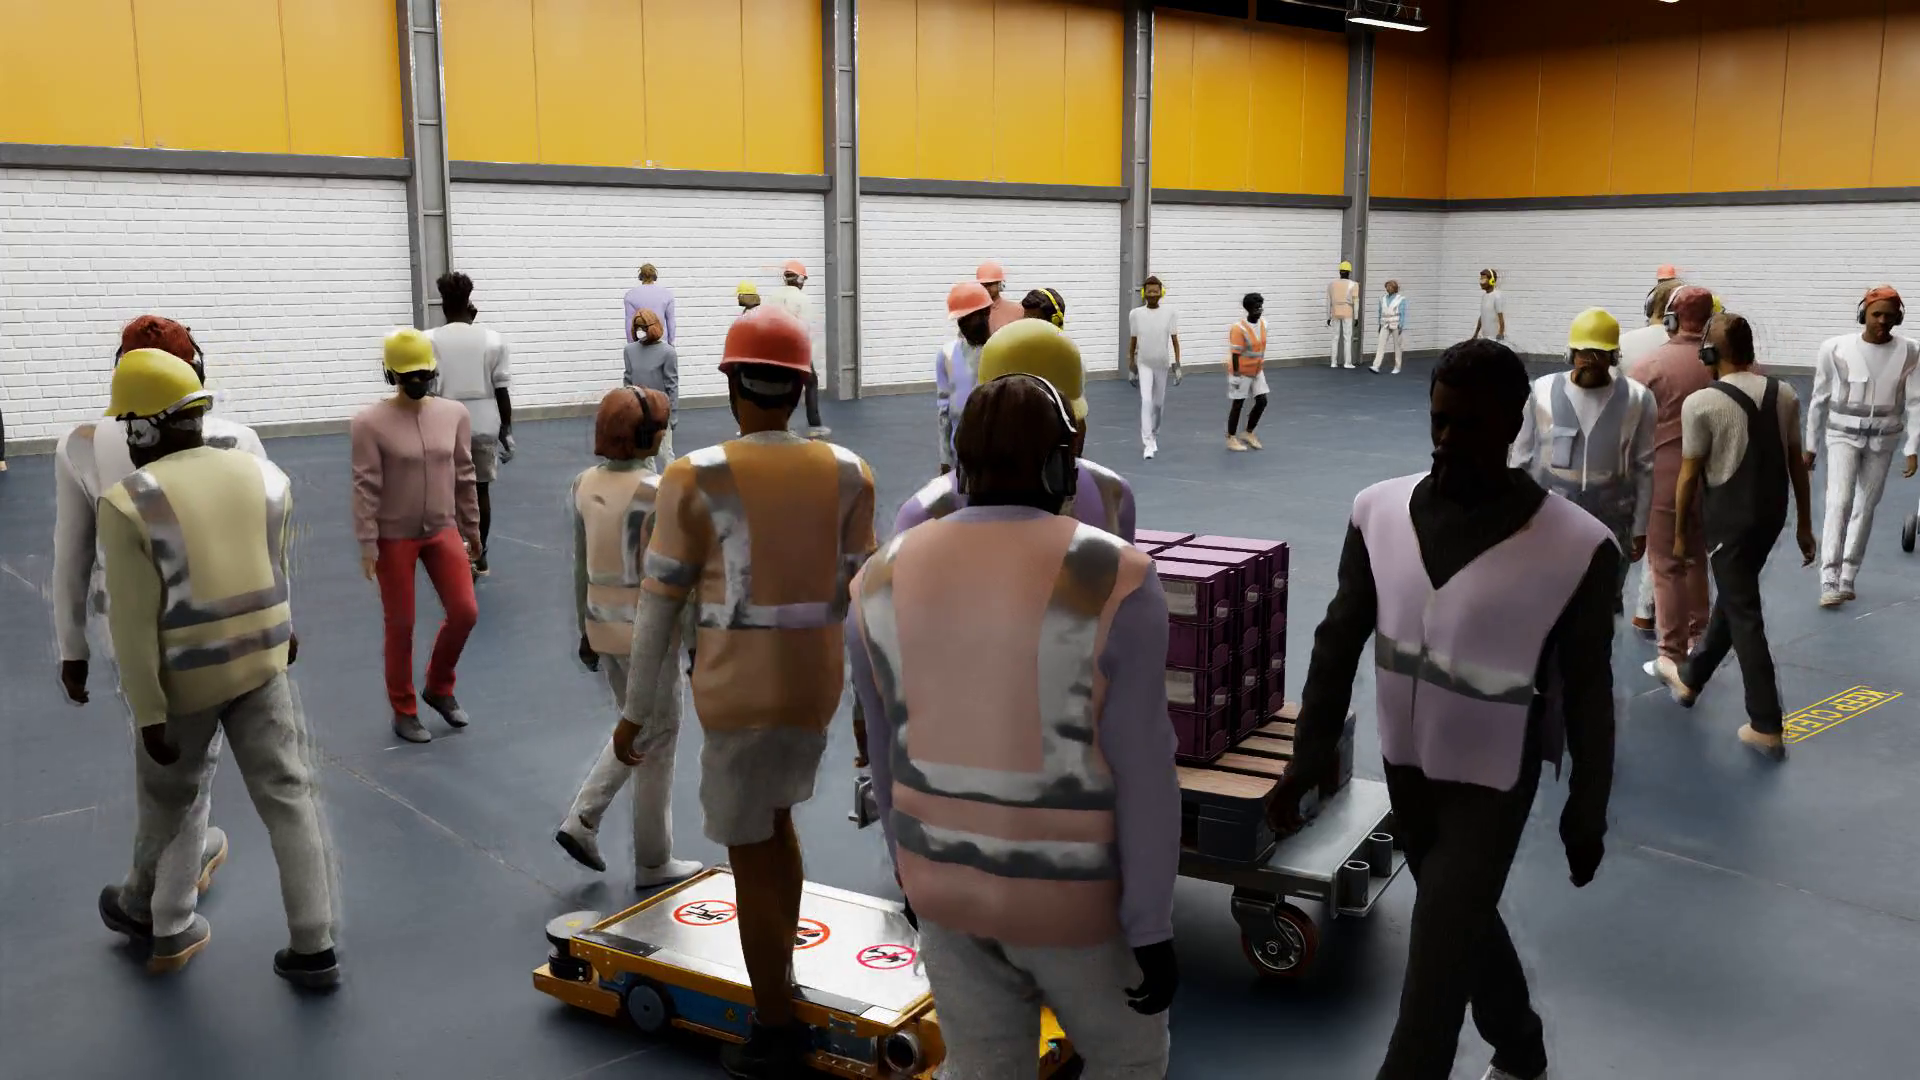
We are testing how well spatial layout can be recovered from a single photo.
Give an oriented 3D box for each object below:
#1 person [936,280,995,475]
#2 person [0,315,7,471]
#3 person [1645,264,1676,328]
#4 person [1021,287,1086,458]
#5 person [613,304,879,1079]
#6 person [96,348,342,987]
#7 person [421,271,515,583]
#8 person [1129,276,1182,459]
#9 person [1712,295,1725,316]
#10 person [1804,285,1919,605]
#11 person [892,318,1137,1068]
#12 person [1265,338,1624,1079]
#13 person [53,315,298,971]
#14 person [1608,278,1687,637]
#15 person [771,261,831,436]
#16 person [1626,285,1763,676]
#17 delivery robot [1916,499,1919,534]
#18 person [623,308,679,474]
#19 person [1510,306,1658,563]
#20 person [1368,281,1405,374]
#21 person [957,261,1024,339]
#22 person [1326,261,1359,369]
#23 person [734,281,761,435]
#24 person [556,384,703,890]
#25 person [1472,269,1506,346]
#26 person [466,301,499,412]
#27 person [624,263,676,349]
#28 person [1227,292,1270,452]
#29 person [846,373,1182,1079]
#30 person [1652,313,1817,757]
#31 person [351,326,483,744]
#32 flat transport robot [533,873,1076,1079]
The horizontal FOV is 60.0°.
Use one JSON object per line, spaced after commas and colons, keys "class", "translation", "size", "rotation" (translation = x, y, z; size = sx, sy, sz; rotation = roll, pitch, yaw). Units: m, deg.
{"class": "person", "translation": [0.170, -0.520, 9.411], "size": [0.574, 1.902, 0.806], "rotation": [3, 10, 18]}
{"class": "person", "translation": [-9.225, -1.618, 15.413], "size": [0.536, 2.000, 0.688], "rotation": [0, 10, 2]}
{"class": "person", "translation": [9.104, -2.622, 21.674], "size": [0.856, 1.905, 0.578], "rotation": [-8, 13, -40]}
{"class": "person", "translation": [0.435, -0.352, 8.523], "size": [0.328, 1.865, 0.521], "rotation": [-6, 12, -33]}
{"class": "person", "translation": [-0.519, 0.385, 4.101], "size": [0.627, 1.899, 0.644], "rotation": [-7, 12, -34]}
{"class": "person", "translation": [-2.117, 0.355, 4.661], "size": [0.974, 1.776, 0.597], "rotation": [7, 12, 35]}
{"class": "person", "translation": [-3.053, -0.680, 10.245], "size": [0.615, 1.943, 0.814], "rotation": [-5, 11, -25]}
{"class": "person", "translation": [1.979, -1.773, 16.928], "size": [0.525, 1.837, 0.920], "rotation": [0, 10, 2]}
{"class": "person", "translation": [5.386, -0.902, 12.068], "size": [0.399, 1.758, 0.538], "rotation": [0, 10, -2]}
{"class": "person", "translation": [5.214, -0.525, 9.560], "size": [0.581, 1.849, 0.796], "rotation": [3, 10, 17]}
{"class": "person", "translation": [0.174, 0.478, 3.567], "size": [0.608, 1.885, 0.891], "rotation": [-4, 10, -20]}
{"class": "person", "translation": [1.050, 0.502, 3.539], "size": [1.072, 1.860, 0.595], "rotation": [-8, 12, -38]}
{"class": "person", "translation": [-2.305, 0.265, 4.973], "size": [0.593, 1.835, 0.914], "rotation": [-1, 10, -4]}
{"class": "person", "translation": [3.792, -0.468, 9.103], "size": [0.638, 1.892, 0.963], "rotation": [3, 10, 18]}
{"class": "person", "translation": [-1.808, -2.121, 18.605], "size": [0.611, 1.953, 0.788], "rotation": [7, 12, 36]}
{"class": "person", "translation": [3.433, -0.267, 7.973], "size": [0.656, 1.882, 0.576], "rotation": [-1, 10, -6]}
{"class": "delivery robot", "translation": [6.800, -0.245, 11.446], "size": [0.477, 0.478, 0.707], "rotation": [6, 11, 30]}
{"class": "person", "translation": [-2.408, -0.994, 12.997], "size": [0.492, 1.624, 0.309], "rotation": [5, 11, 26]}
{"class": "person", "translation": [2.721, -0.121, 7.321], "size": [0.598, 1.811, 0.527], "rotation": [3, 10, 18]}
{"class": "person", "translation": [7.319, -3.619, 28.395], "size": [0.541, 1.591, 0.831], "rotation": [9, 13, 43]}
{"class": "person", "translation": [0.249, -1.388, 14.249], "size": [0.646, 1.970, 0.604], "rotation": [3, 10, 18]}
{"class": "person", "translation": [6.908, -4.050, 29.993], "size": [0.594, 1.922, 0.386], "rotation": [6, 11, 31]}
{"class": "person", "translation": [-2.351, -2.011, 18.580], "size": [0.315, 1.743, 0.487], "rotation": [-3, 10, -19]}
{"class": "person", "translation": [-1.014, 0.323, 5.269], "size": [0.517, 1.626, 0.383], "rotation": [9, 14, 44]}
{"class": "person", "translation": [7.123, -2.766, 22.715], "size": [0.850, 1.833, 0.552], "rotation": [-1, 10, -6]}
{"class": "person", "translation": [-4.129, -1.185, 13.938], "size": [0.533, 1.674, 0.576], "rotation": [-4, 10, -21]}
{"class": "person", "translation": [-3.801, -2.424, 20.431], "size": [0.627, 1.940, 0.370], "rotation": [-3, 10, -18]}
{"class": "person", "translation": [2.948, -1.715, 17.102], "size": [0.559, 1.652, 0.506], "rotation": [-7, 12, -36]}
{"class": "person", "translation": [0.112, 0.620, 2.961], "size": [0.643, 1.818, 0.464], "rotation": [5, 11, 29]}
{"class": "person", "translation": [3.242, -0.053, 7.020], "size": [0.580, 1.775, 0.982], "rotation": [-2, 10, -13]}
{"class": "person", "translation": [-2.234, -0.011, 6.875], "size": [0.555, 1.738, 0.435], "rotation": [-9, 13, -43]}
{"class": "flat transport robot", "translation": [-0.377, 1.146, 4.403], "size": [1.431, 0.197, 0.652], "rotation": [6, 11, 30]}
